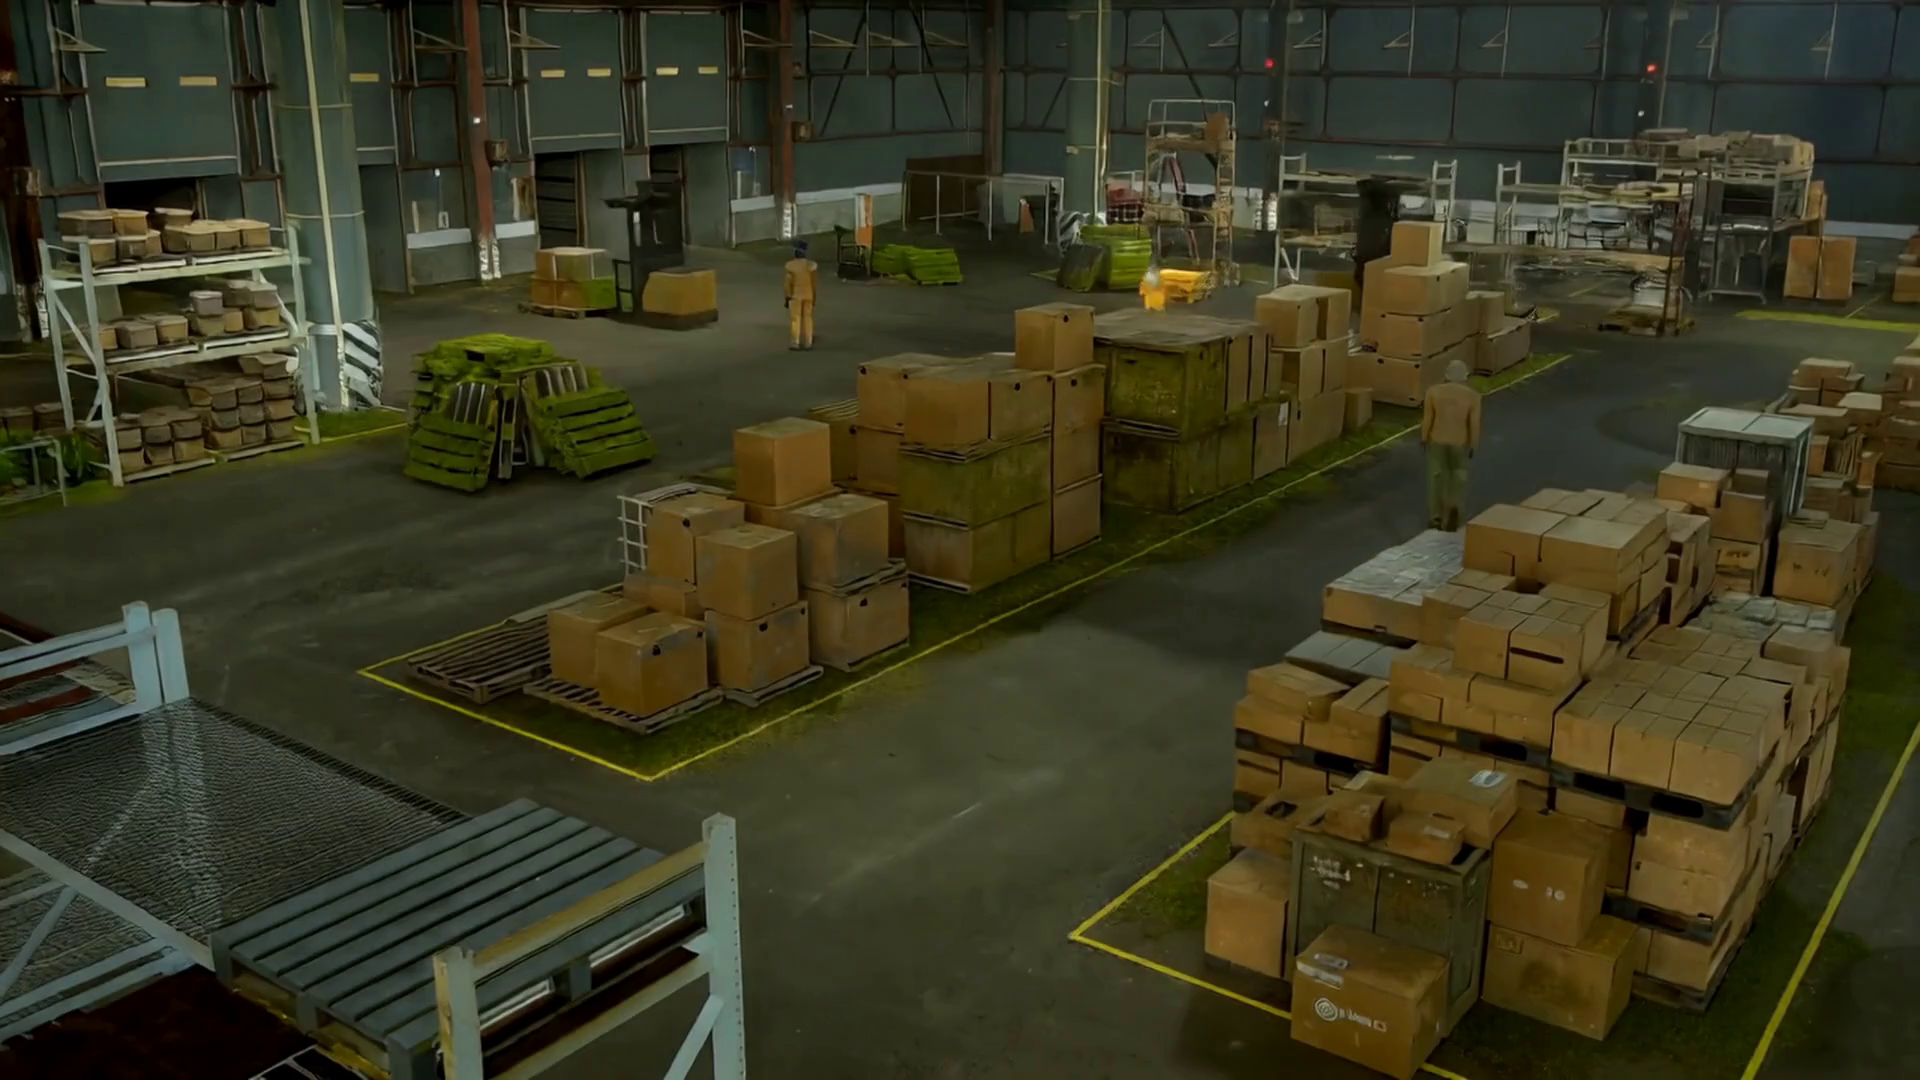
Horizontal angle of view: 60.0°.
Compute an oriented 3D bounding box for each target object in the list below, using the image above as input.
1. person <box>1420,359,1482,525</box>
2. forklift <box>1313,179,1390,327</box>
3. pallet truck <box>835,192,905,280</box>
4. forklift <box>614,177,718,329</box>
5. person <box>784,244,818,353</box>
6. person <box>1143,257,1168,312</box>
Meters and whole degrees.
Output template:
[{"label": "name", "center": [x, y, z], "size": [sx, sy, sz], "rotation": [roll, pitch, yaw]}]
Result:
[{"label": "person", "center": [5.618, -1.124, 19.137], "size": [0.647, 1.923, 0.478], "rotation": [4, 17, 14]}, {"label": "forklift", "center": [7.891, -5.534, 32.099], "size": [1.873, 2.768, 1.129], "rotation": [10, 19, 29]}, {"label": "pallet truck", "center": [-1.936, -7.159, 38.982], "size": [1.885, 1.965, 0.823], "rotation": [-12, 21, -34]}, {"label": "forklift", "center": [-5.767, -5.625, 32.400], "size": [1.873, 2.768, 1.129], "rotation": [12, 21, 35]}, {"label": "person", "center": [-2.829, -4.308, 29.668], "size": [0.636, 1.930, 0.371], "rotation": [-8, 19, -26]}, {"label": "person", "center": [3.425, -4.210, 29.769], "size": [0.545, 1.661, 0.785], "rotation": [14, 22, 39]}]
